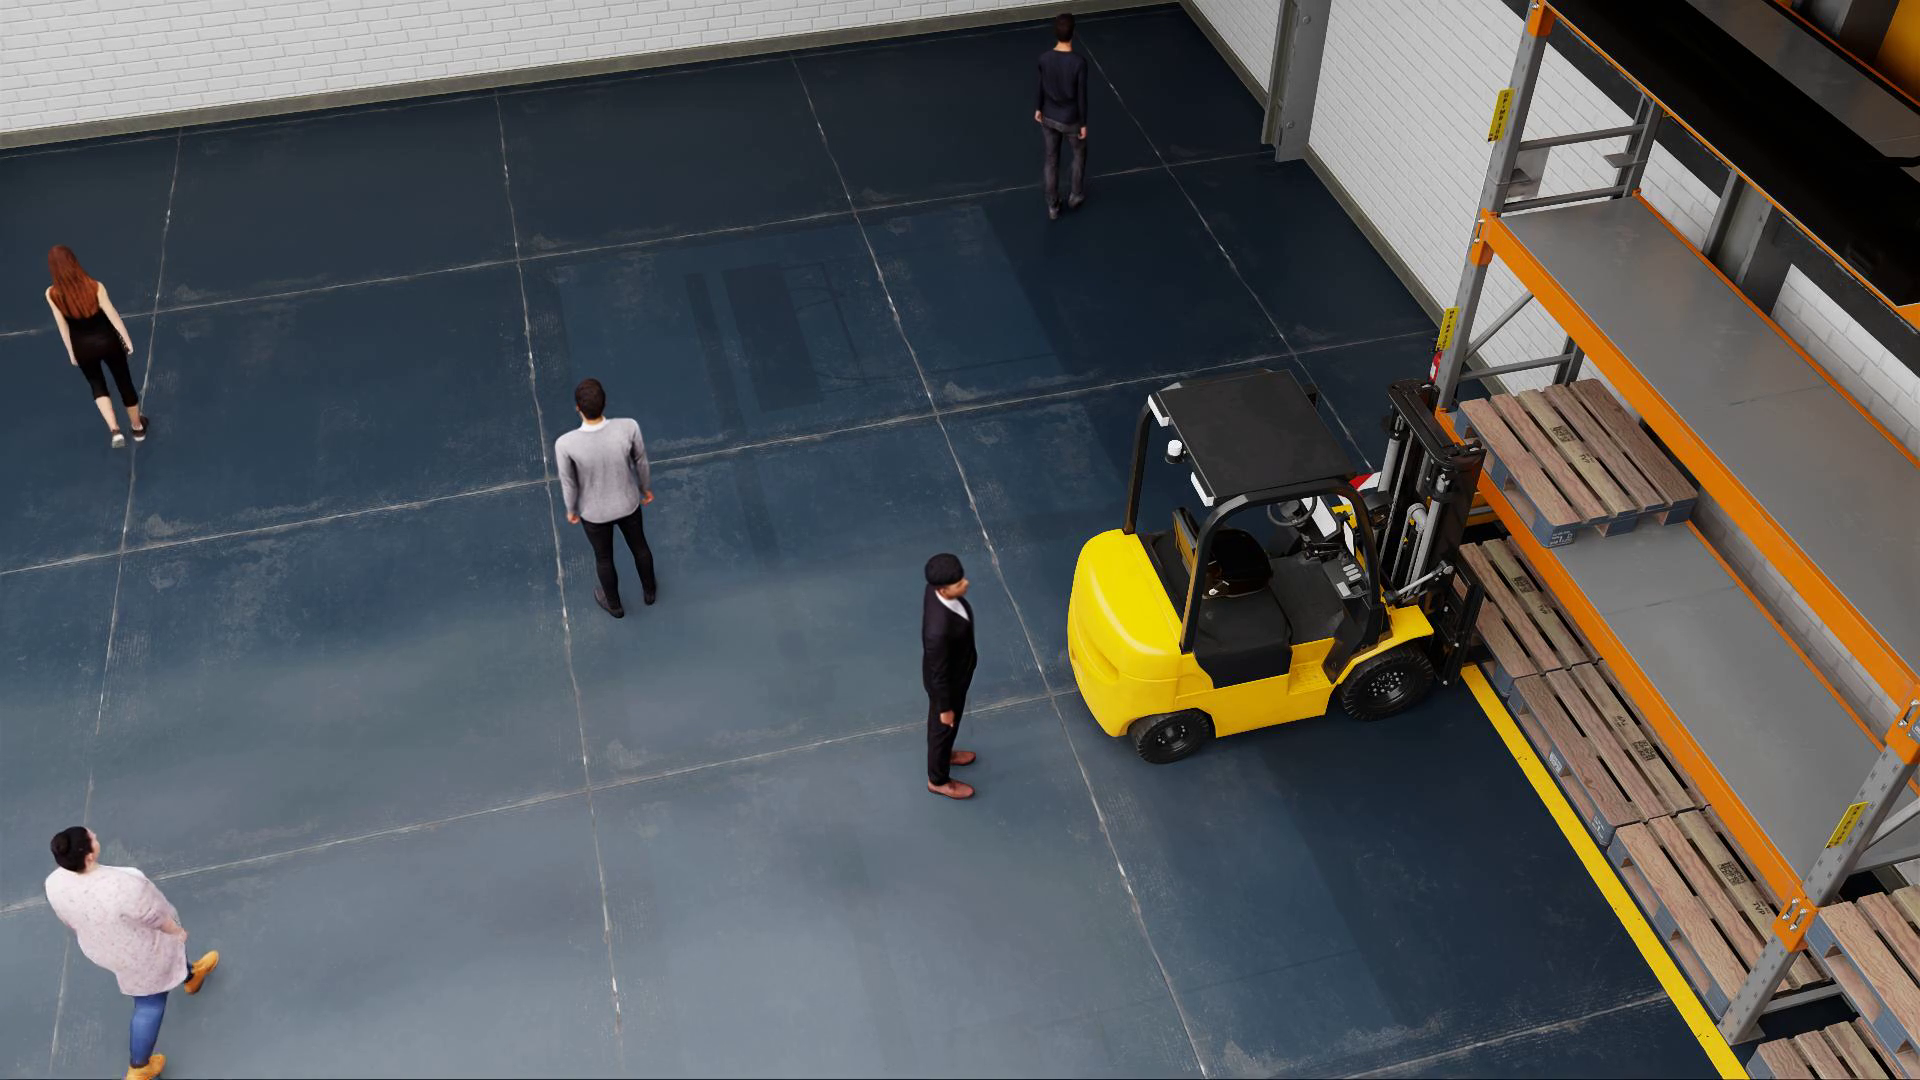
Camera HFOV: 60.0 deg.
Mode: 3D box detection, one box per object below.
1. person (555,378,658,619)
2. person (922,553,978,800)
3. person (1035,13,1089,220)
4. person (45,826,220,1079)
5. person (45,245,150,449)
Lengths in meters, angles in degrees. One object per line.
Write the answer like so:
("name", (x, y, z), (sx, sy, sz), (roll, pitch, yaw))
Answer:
("person", (-2.278, -0.257, 10.817), (0.789, 1.923, 0.705), (-20, 47, -19))
("person", (-0.094, 0.782, 9.754), (0.813, 1.884, 0.601), (1, 44, 1))
("person", (0.861, -3.598, 14.374), (0.871, 1.855, 0.933), (15, 46, 15))
("person", (-4.284, 2.111, 8.488), (1.030, 1.707, 1.230), (10, 45, 11))
("person", (-6.296, -1.351, 12.118), (0.596, 1.714, 0.779), (-12, 45, -13))
